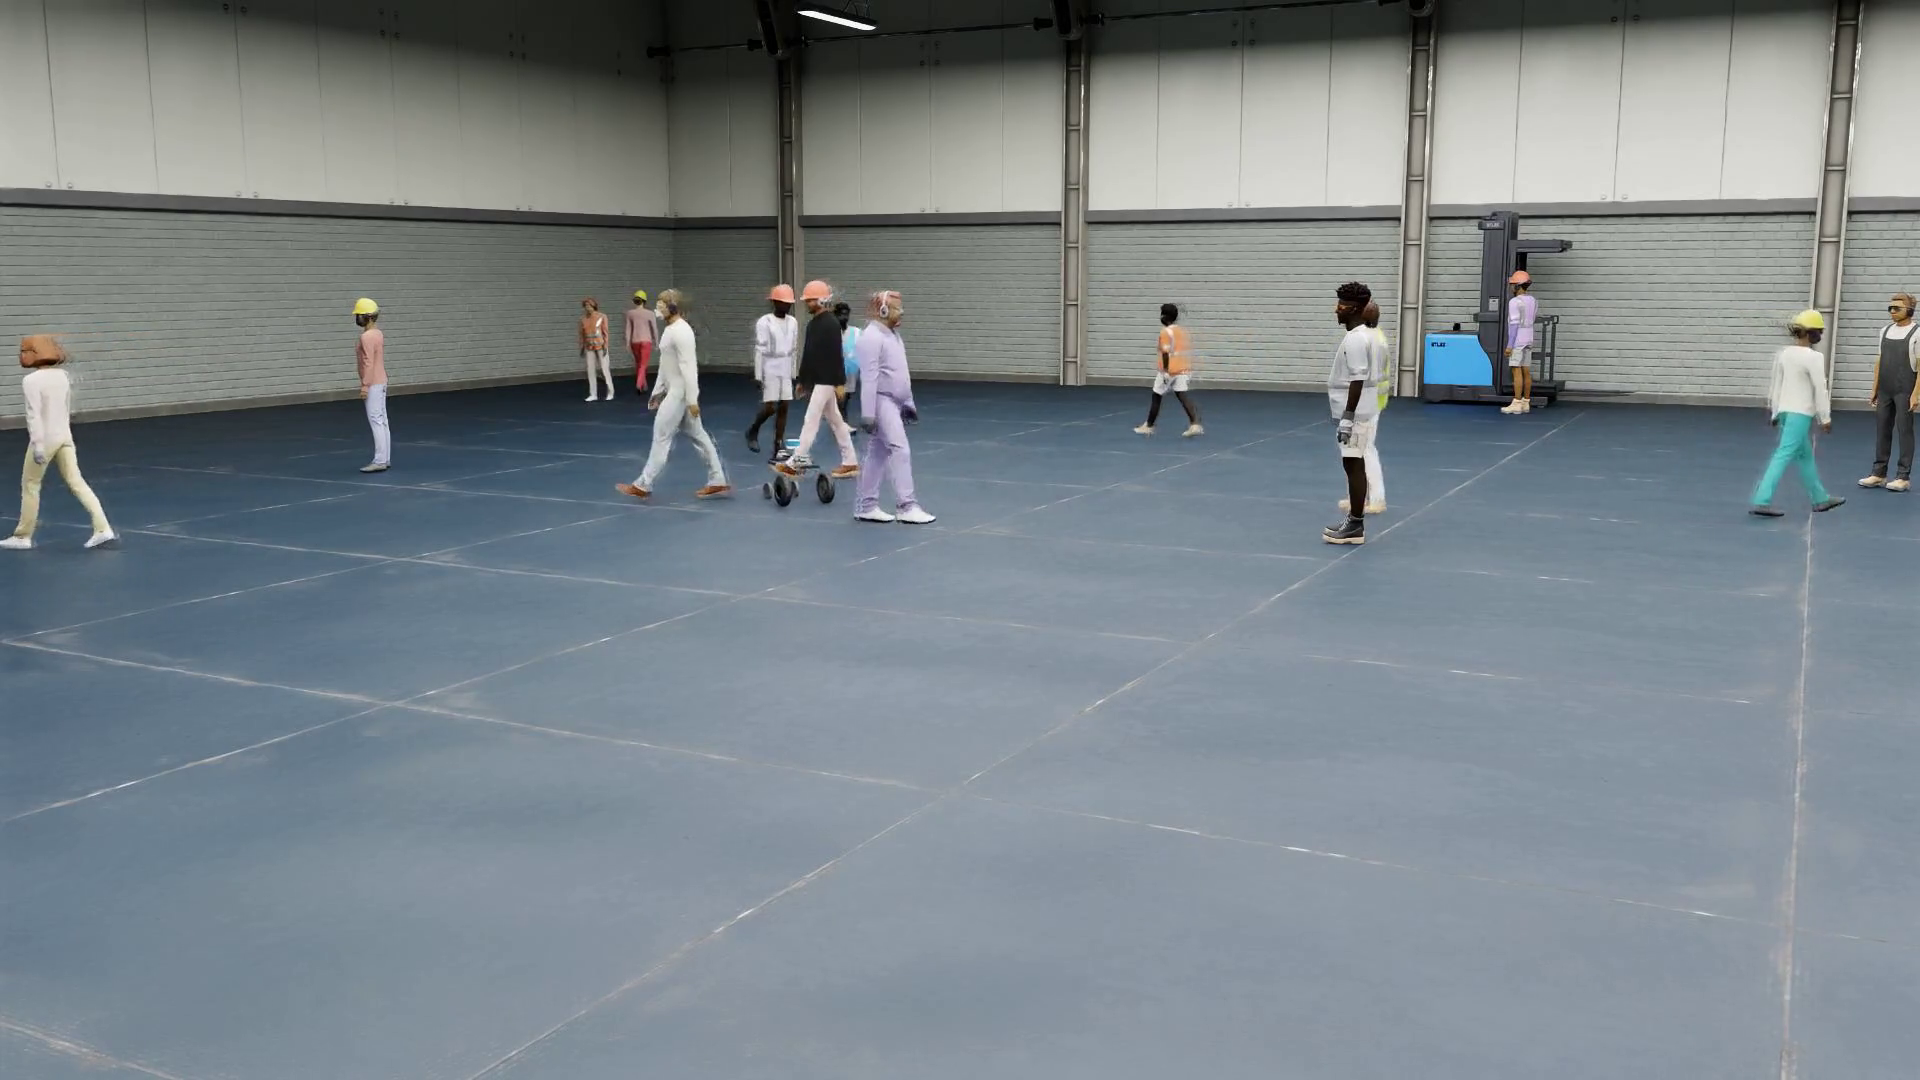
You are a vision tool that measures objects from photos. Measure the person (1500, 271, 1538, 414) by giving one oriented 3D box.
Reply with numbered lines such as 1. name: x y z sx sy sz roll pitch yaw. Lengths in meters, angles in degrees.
1. person: 8.042 -2.846 23.959 0.606 2.045 0.389 -8 12 -41

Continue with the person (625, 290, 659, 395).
1. person: -5.325 -3.298 27.742 0.532 1.732 0.894 1 9 8

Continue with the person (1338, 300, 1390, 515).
1. person: 3.407 -1.120 14.080 0.431 1.808 0.704 1 9 8

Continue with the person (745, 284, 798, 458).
1. person: -2.025 -1.839 18.178 0.629 1.912 0.553 8 12 40

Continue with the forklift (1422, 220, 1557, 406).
1. forklift: 8.245 -3.527 25.720 1.873 2.768 1.129 5 10 27

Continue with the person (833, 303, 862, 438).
1. person: -1.392 -2.063 20.329 0.536 1.648 0.867 -5 11 -30

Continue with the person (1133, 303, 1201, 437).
1. person: 2.603 -2.088 20.494 0.883 1.653 0.543 6 11 33

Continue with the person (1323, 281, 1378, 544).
1. person: 2.967 -0.966 12.603 0.367 1.966 0.603 3 10 18

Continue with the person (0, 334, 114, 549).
1. person: -6.688 -0.722 12.260 0.864 1.589 0.518 1 9 7

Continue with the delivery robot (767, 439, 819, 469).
1. delivery robot: -1.488 -0.783 14.859 0.335 0.223 0.698 -5 11 -29

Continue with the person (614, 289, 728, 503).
1. person: -2.562 -1.284 14.846 1.034 1.885 0.636 -2 9 -12

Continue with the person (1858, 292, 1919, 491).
1. person: 8.795 -1.395 15.624 0.345 1.846 0.506 -4 10 -22

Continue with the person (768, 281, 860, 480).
1. person: -1.437 -1.561 16.336 1.024 1.936 0.657 -4 10 -24

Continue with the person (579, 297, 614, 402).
1. person: -5.717 -2.990 26.115 0.564 1.630 0.413 4 10 21

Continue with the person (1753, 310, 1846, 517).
1. person: 7.067 -1.056 13.900 0.895 1.713 0.546 -1 9 -5

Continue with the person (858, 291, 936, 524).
1. person: -0.480 -1.059 13.444 0.840 1.876 0.674 2 9 13

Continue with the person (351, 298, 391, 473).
1. person: -6.030 -1.585 17.033 0.306 1.770 0.525 -1 9 -6
